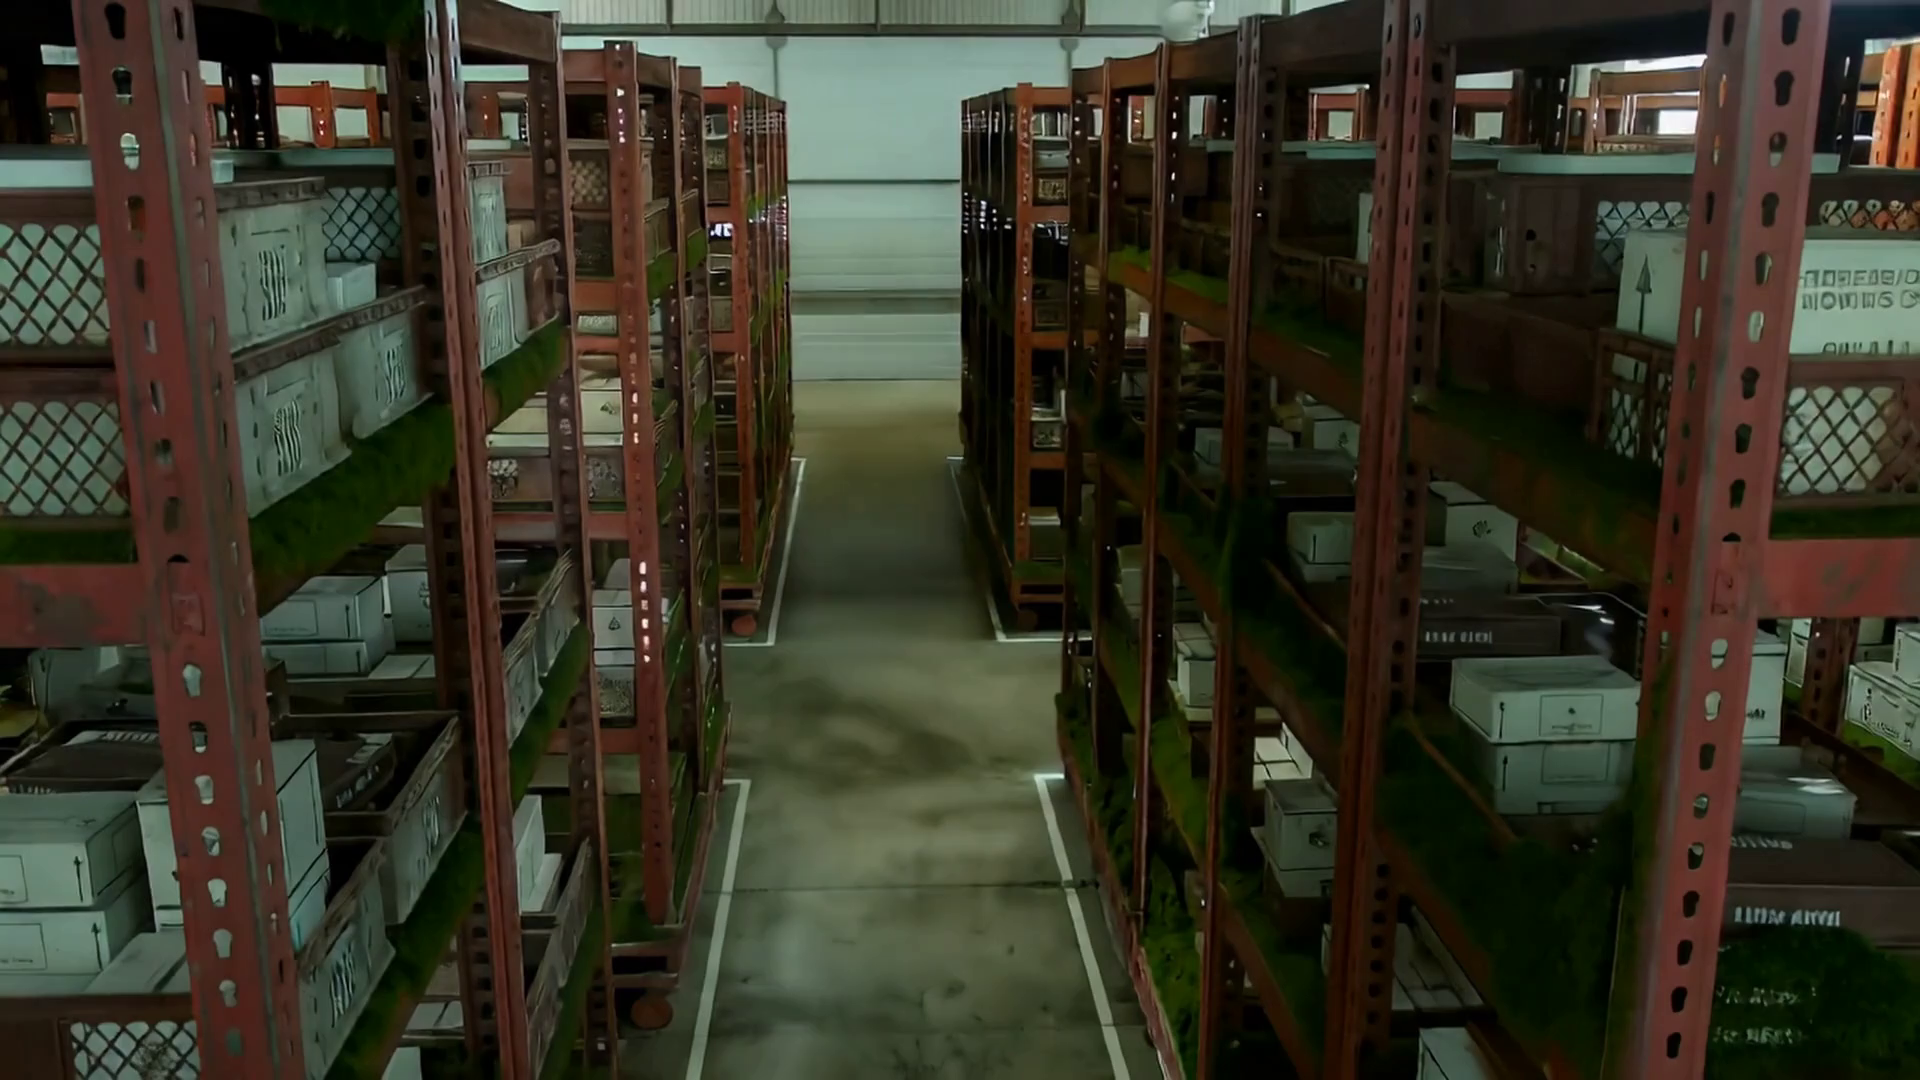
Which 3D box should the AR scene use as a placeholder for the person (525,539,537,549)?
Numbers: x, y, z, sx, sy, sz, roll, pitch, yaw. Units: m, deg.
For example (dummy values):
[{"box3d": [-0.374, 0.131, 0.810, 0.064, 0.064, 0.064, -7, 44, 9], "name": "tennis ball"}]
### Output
[{"box3d": [-2.637, -0.201, 10.480, 0.413, 1.986, 0.607, -1, 14, -3], "name": "person"}]
